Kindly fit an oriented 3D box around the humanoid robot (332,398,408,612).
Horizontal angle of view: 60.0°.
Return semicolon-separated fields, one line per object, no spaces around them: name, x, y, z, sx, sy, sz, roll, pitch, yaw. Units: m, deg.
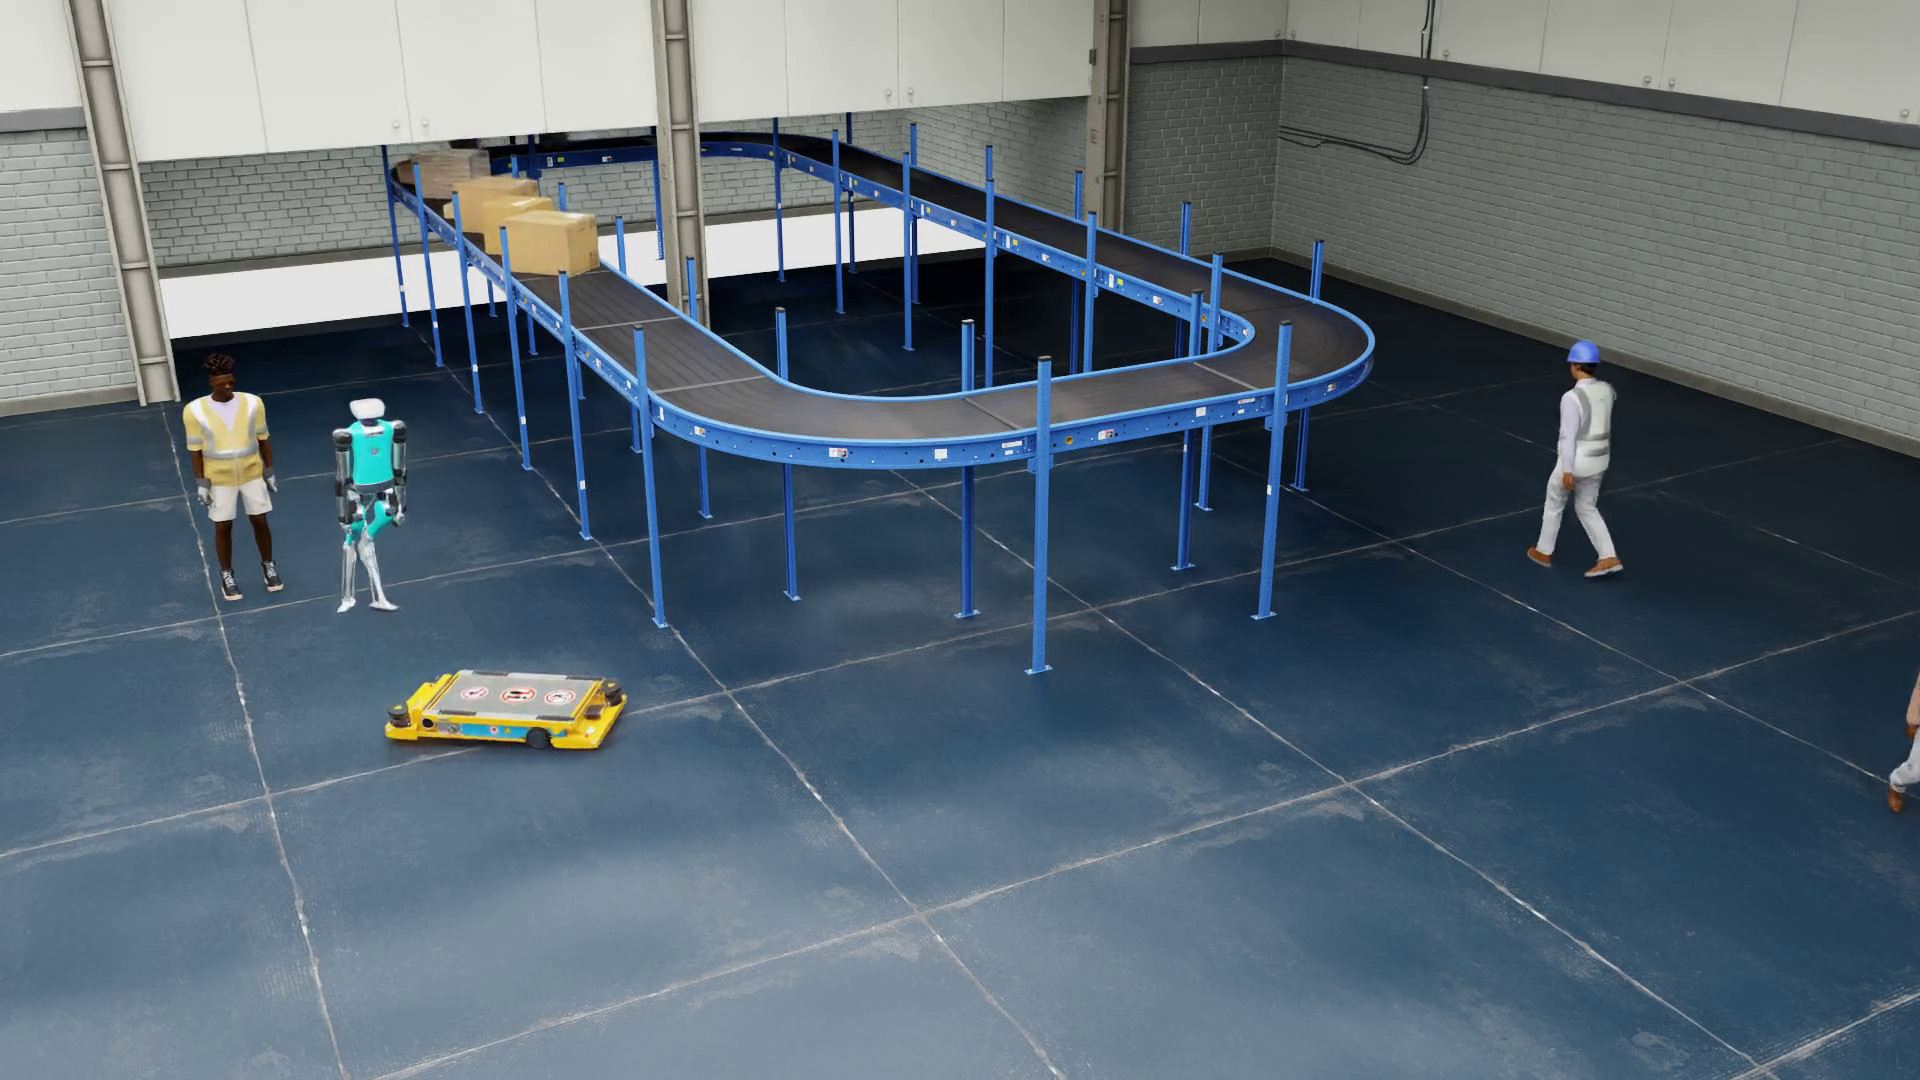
humanoid robot;-4.518;-0.262;12.590;0.599;1.786;0.854;-16;27;-34

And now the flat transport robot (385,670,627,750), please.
flat transport robot;-3.013;1.129;11.084;1.431;0.231;0.659;2;22;6

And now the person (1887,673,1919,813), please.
person;5.664;1.019;9.540;0.469;1.624;0.703;4;22;10

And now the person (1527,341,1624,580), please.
person;4.991;-0.611;13.223;0.609;1.895;0.800;-11;25;-25

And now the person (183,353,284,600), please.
person;-5.608;-0.502;12.873;0.605;1.958;0.367;-14;26;-32
